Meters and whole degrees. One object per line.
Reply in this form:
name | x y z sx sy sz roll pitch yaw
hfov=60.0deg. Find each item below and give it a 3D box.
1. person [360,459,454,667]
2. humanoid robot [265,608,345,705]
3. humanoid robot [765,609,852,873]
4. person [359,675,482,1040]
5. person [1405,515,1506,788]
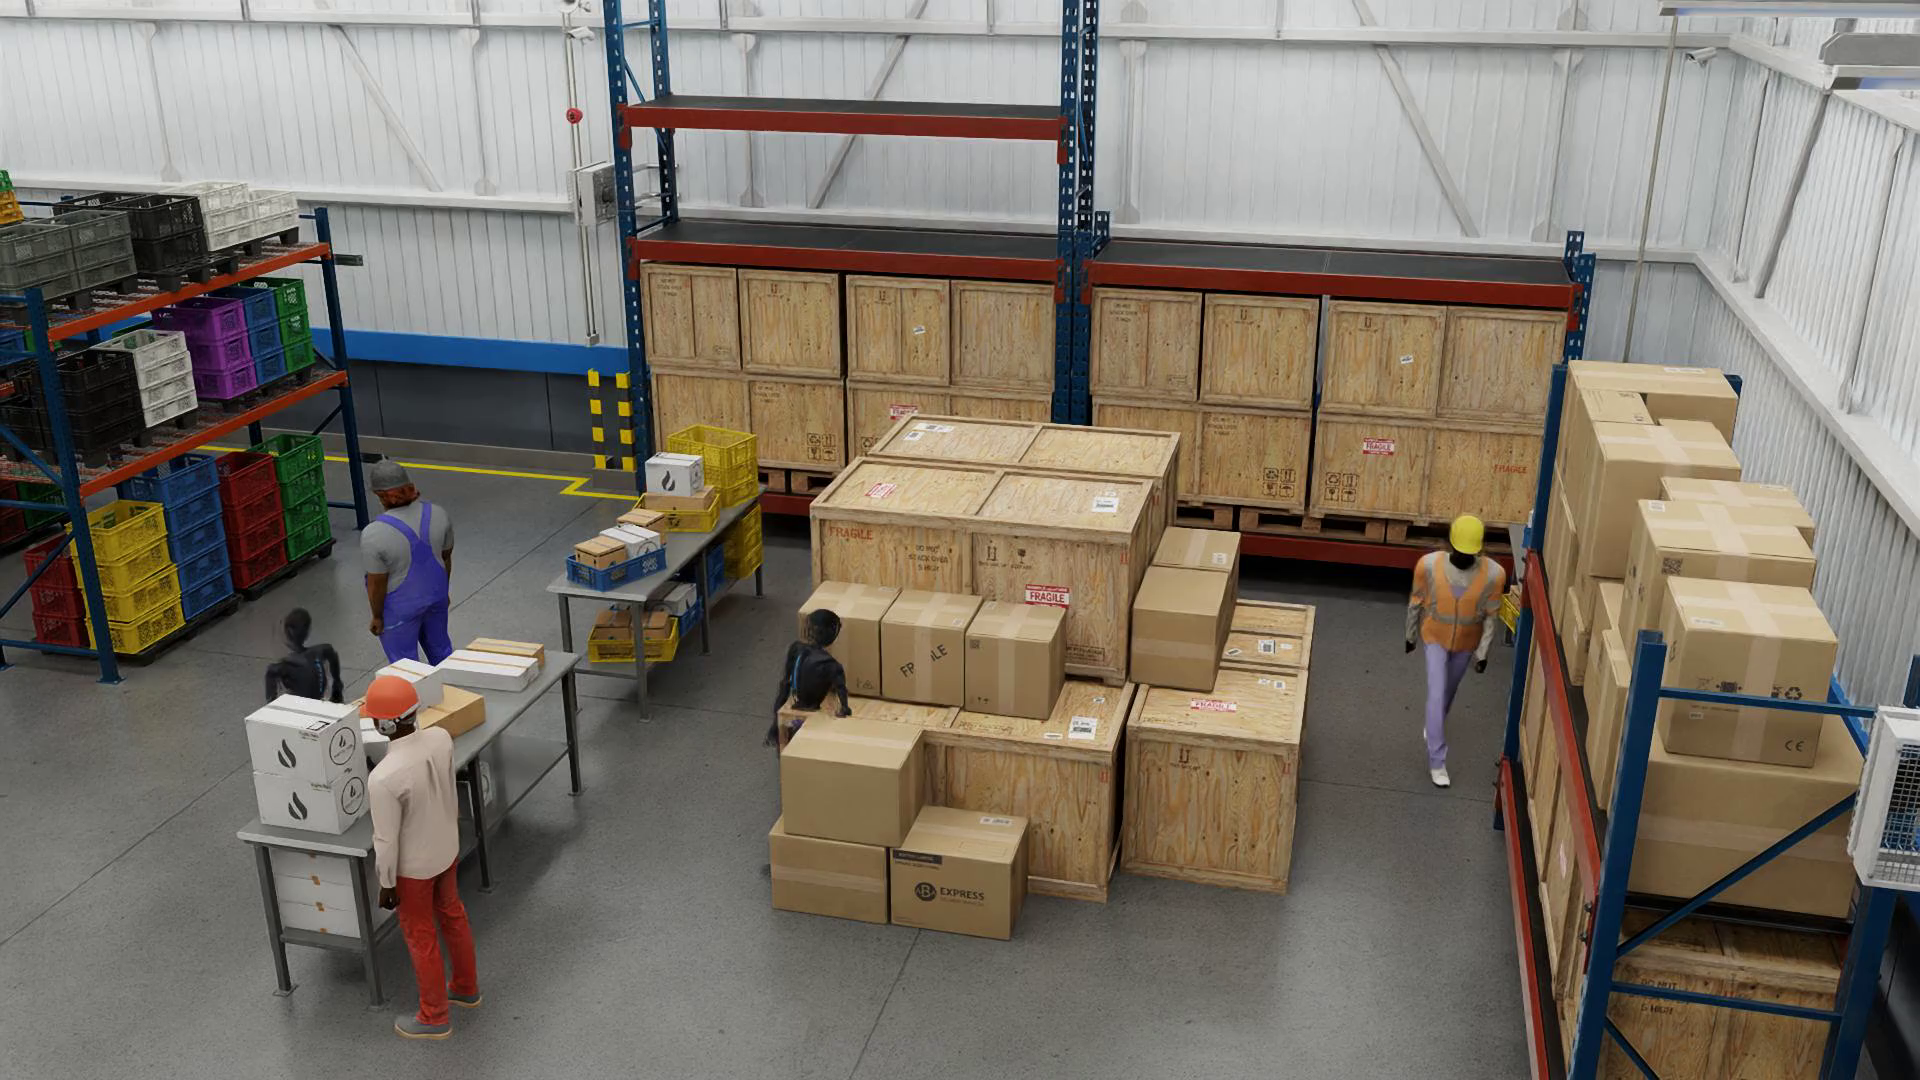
person | -3.845 0.401 11.518 0.538 2.000 0.681 14 25 33
humanoid robot | -3.874 1.214 9.920 0.372 1.635 0.649 10 23 24
humanoid robot | -0.890 1.193 10.040 0.816 1.596 0.701 -16 26 -36
person | -2.764 1.600 8.465 0.405 1.986 0.614 6 22 16
person | 3.292 0.638 11.172 0.579 1.855 1.017 4 21 10
